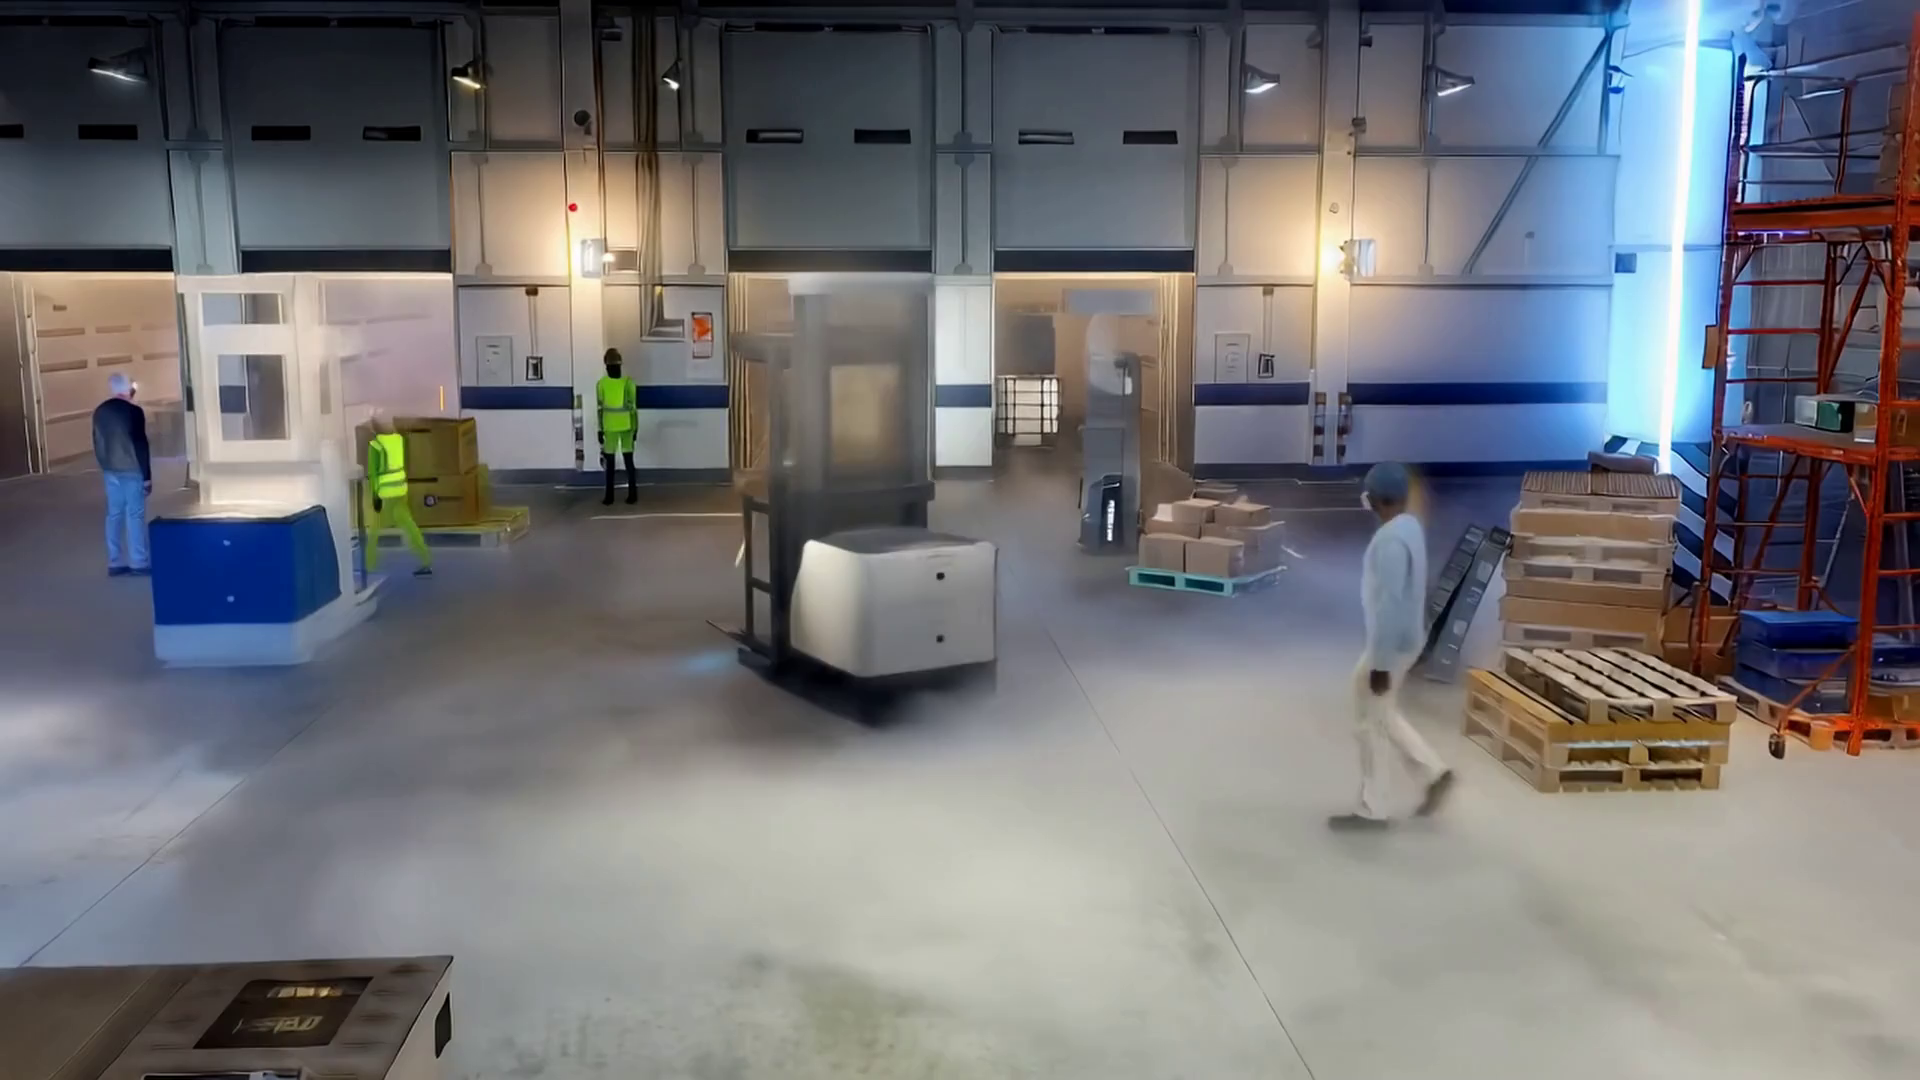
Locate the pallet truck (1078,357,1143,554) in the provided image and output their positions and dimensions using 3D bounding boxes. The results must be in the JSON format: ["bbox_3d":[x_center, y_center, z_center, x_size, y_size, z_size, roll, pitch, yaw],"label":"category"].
[{"bbox_3d":[2.088,-0.836,16.757,1.885,1.965,0.823,2,9,13],"label":"pallet truck"}]

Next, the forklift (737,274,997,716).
[{"bbox_3d":[-0.643,-0.392,11.209,1.129,2.768,1.873,-5,10,-30],"label":"forklift"}]

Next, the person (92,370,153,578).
[{"bbox_3d":[-7.804,-0.613,15.546,0.633,1.936,0.353,4,10,25],"label":"person"}]

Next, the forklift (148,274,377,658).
[{"bbox_3d":[-5.348,-0.627,12.681,1.129,2.768,1.873,-1,9,-4],"label":"forklift"}]

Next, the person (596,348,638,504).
[{"bbox_3d":[-4.231,-1.392,20.488,0.543,1.928,0.393,2,9,11],"label":"person"}]

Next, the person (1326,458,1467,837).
[{"bbox_3d":[2.184,0.553,8.291,0.561,1.926,0.632,3,10,18],"label":"person"}]

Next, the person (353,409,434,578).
[{"bbox_3d":[-5.295,-0.428,15.468,0.880,1.593,0.541,4,10,22],"label":"person"}]
